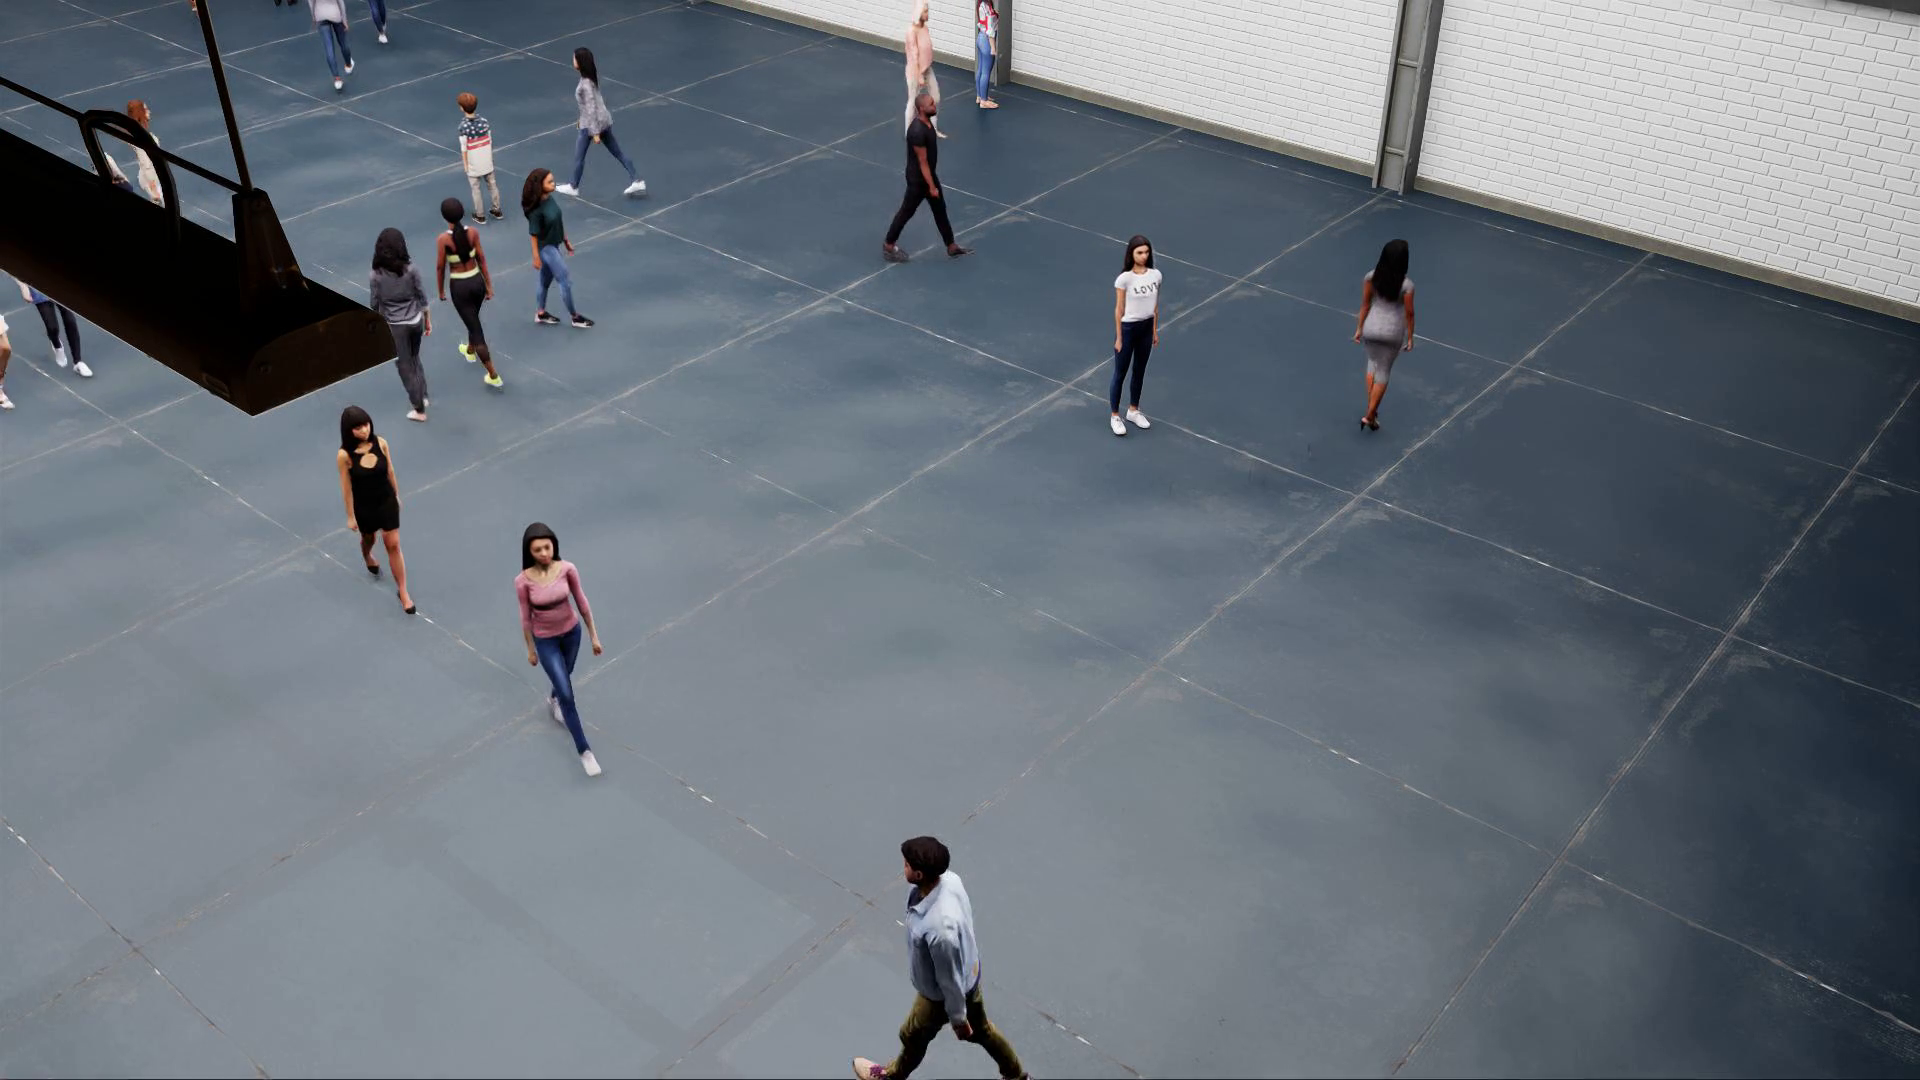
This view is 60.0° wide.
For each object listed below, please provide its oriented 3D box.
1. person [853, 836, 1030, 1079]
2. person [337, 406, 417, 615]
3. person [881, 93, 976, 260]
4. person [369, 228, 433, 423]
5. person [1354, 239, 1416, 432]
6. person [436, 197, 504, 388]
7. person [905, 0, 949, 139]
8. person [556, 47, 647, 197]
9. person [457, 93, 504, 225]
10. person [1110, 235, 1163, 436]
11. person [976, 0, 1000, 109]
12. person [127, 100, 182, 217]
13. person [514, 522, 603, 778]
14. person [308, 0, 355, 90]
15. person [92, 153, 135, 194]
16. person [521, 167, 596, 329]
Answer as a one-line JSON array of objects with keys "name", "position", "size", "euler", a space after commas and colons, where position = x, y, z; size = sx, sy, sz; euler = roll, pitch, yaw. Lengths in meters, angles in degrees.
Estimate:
[{"name": "person", "position": [0.035, 2.224, 8.243], "size": [1.311, 1.750, 1.140], "euler": [2, 34, 2]}, {"name": "person", "position": [-4.310, -0.269, 12.109], "size": [0.732, 1.623, 1.087], "euler": [-23, 40, -30]}, {"name": "person", "position": [-0.489, -3.686, 17.115], "size": [1.311, 1.771, 1.029], "euler": [8, 34, 12]}, {"name": "person", "position": [-4.733, -1.811, 14.317], "size": [0.630, 1.747, 0.665], "euler": [-24, 41, -32]}, {"name": "person", "position": [3.557, -1.702, 14.133], "size": [0.593, 1.769, 0.727], "euler": [22, 39, 29]}, {"name": "person", "position": [-4.375, -2.172, 14.899], "size": [0.735, 1.704, 1.169], "euler": [-24, 40, -31]}, {"name": "person", "position": [-0.569, -5.692, 20.192], "size": [0.800, 1.707, 0.666], "euler": [19, 38, 26]}, {"name": "person", "position": [-3.978, -4.624, 18.614], "size": [1.296, 1.674, 1.109], "euler": [1, 34, 2]}, {"name": "person", "position": [-5.259, -4.180, 18.158], "size": [0.527, 1.440, 0.497], "euler": [-29, 43, -36]}, {"name": "person", "position": [1.480, -1.761, 14.217], "size": [0.656, 1.775, 0.639], "euler": [-16, 37, -23]}, {"name": "person", "position": [0.335, -6.367, 21.292], "size": [0.730, 1.613, 0.642], "euler": [-7, 34, -10]}, {"name": "person", "position": [-8.407, -3.680, 17.171], "size": [0.769, 1.700, 0.667], "euler": [-11, 35, -16]}, {"name": "person", "position": [-2.610, 0.599, 10.737], "size": [0.840, 1.697, 1.202], "euler": [-19, 38, -26]}, {"name": "person", "position": [-8.287, -6.779, 21.846], "size": [1.083, 1.687, 1.229], "euler": [-7, 34, -11]}, {"name": "person", "position": [-7.941, -2.869, 15.950], "size": [1.076, 1.701, 1.031], "euler": [3, 34, 5]}, {"name": "person", "position": [-4.020, -2.789, 15.929], "size": [0.979, 1.592, 0.852], "euler": [4, 34, 6]}]
